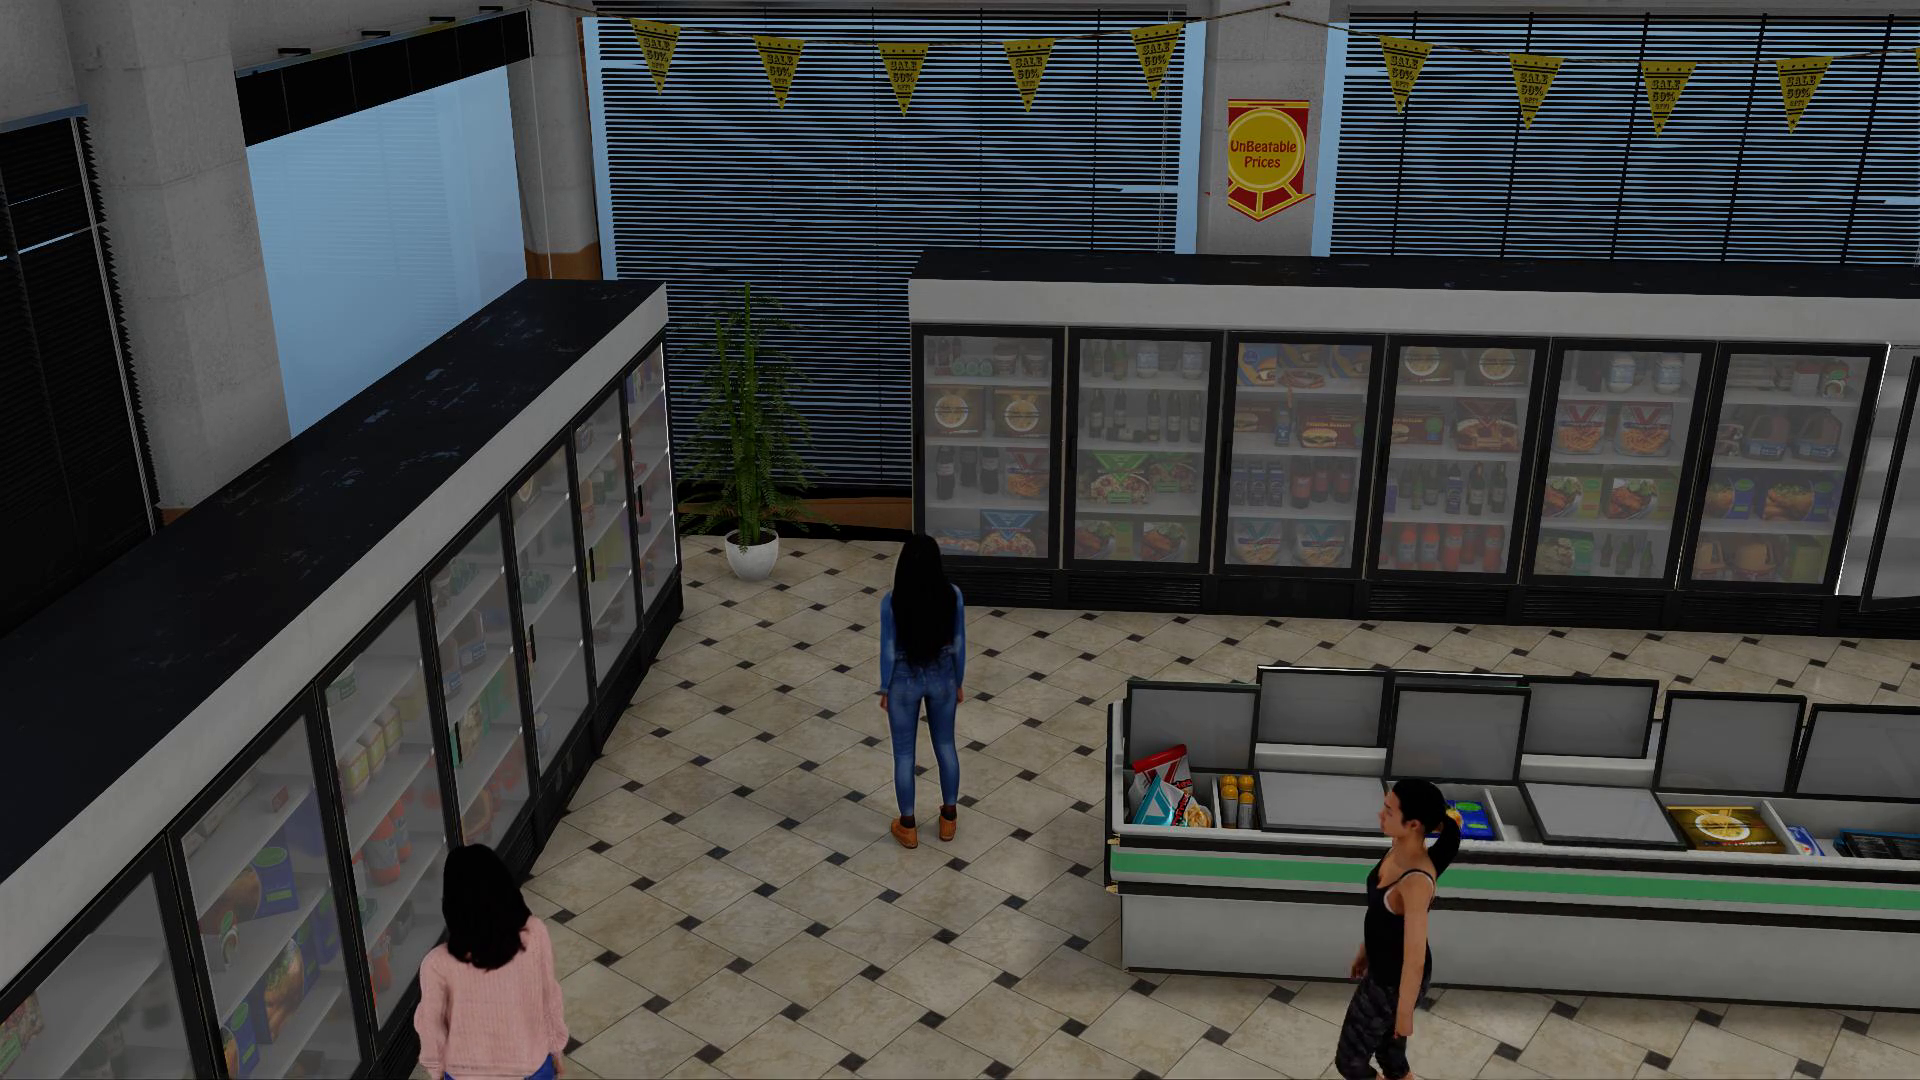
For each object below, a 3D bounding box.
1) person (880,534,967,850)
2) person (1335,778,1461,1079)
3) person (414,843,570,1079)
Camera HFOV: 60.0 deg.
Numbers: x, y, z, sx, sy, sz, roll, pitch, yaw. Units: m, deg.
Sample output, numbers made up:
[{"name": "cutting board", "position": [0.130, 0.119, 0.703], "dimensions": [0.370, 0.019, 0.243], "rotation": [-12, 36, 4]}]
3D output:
[{"name": "person", "position": [-0.188, 0.767, 8.478], "dimensions": [0.574, 1.713, 0.724], "rotation": [-6, 23, -15]}, {"name": "person", "position": [1.727, 1.668, 6.230], "dimensions": [0.618, 1.716, 0.611], "rotation": [5, 22, 13]}, {"name": "person", "position": [-1.583, 1.840, 5.736], "dimensions": [0.678, 1.765, 0.792], "rotation": [-11, 25, -26]}]
